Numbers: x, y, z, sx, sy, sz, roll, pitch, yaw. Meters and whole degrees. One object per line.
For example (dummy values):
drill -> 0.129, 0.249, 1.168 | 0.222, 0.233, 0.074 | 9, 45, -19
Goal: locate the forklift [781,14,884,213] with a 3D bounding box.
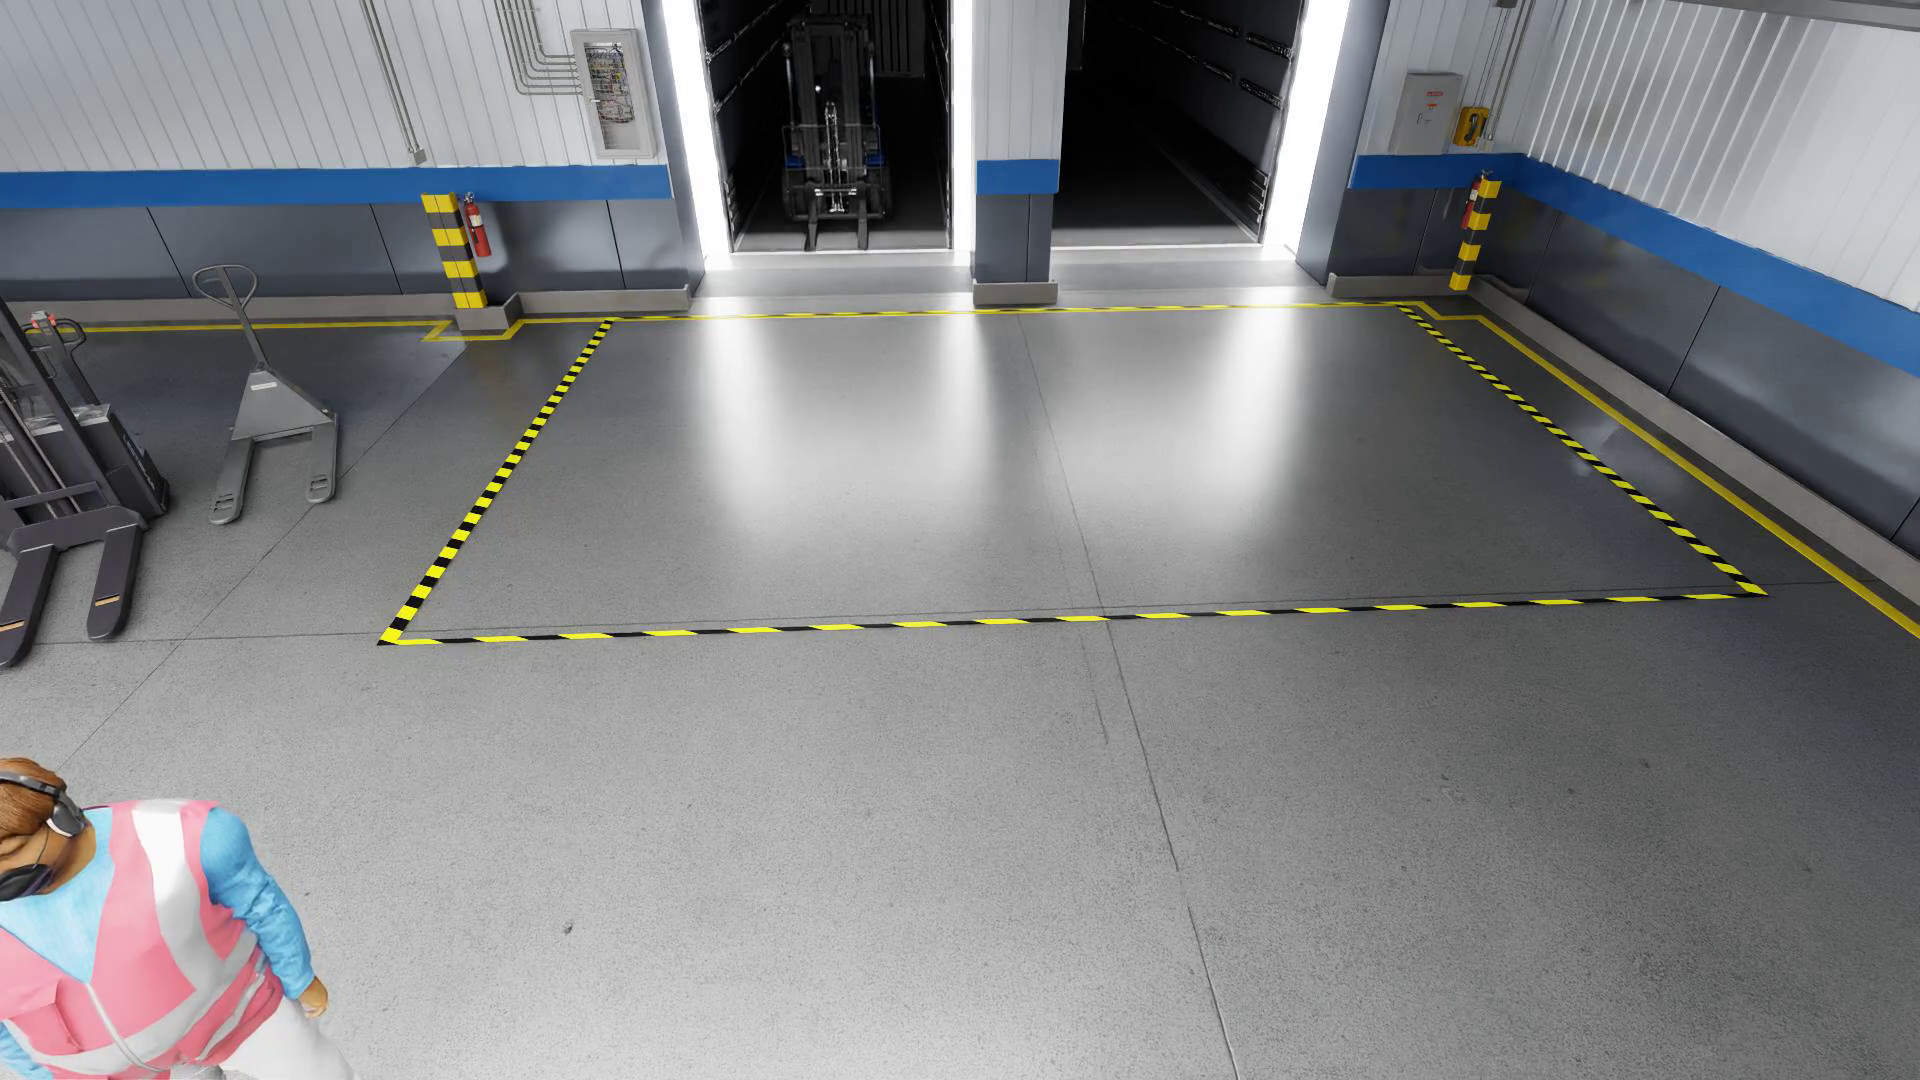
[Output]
forklift -> -1.552, -5.358, 11.370 | 1.157, 2.036, 2.680 | -3, 35, -4

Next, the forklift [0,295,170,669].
forklift -> -5.212, -0.618, 4.878 | 0.823, 1.965, 1.885 | -20, 39, -26

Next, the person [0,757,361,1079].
person -> -1.989, 1.238, 2.346 | 0.618, 1.845, 0.430 | -19, 39, -25

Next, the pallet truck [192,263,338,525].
pallet truck -> -4.778, -1.027, 6.128 | 0.680, 1.201, 1.601 | -17, 38, -23
